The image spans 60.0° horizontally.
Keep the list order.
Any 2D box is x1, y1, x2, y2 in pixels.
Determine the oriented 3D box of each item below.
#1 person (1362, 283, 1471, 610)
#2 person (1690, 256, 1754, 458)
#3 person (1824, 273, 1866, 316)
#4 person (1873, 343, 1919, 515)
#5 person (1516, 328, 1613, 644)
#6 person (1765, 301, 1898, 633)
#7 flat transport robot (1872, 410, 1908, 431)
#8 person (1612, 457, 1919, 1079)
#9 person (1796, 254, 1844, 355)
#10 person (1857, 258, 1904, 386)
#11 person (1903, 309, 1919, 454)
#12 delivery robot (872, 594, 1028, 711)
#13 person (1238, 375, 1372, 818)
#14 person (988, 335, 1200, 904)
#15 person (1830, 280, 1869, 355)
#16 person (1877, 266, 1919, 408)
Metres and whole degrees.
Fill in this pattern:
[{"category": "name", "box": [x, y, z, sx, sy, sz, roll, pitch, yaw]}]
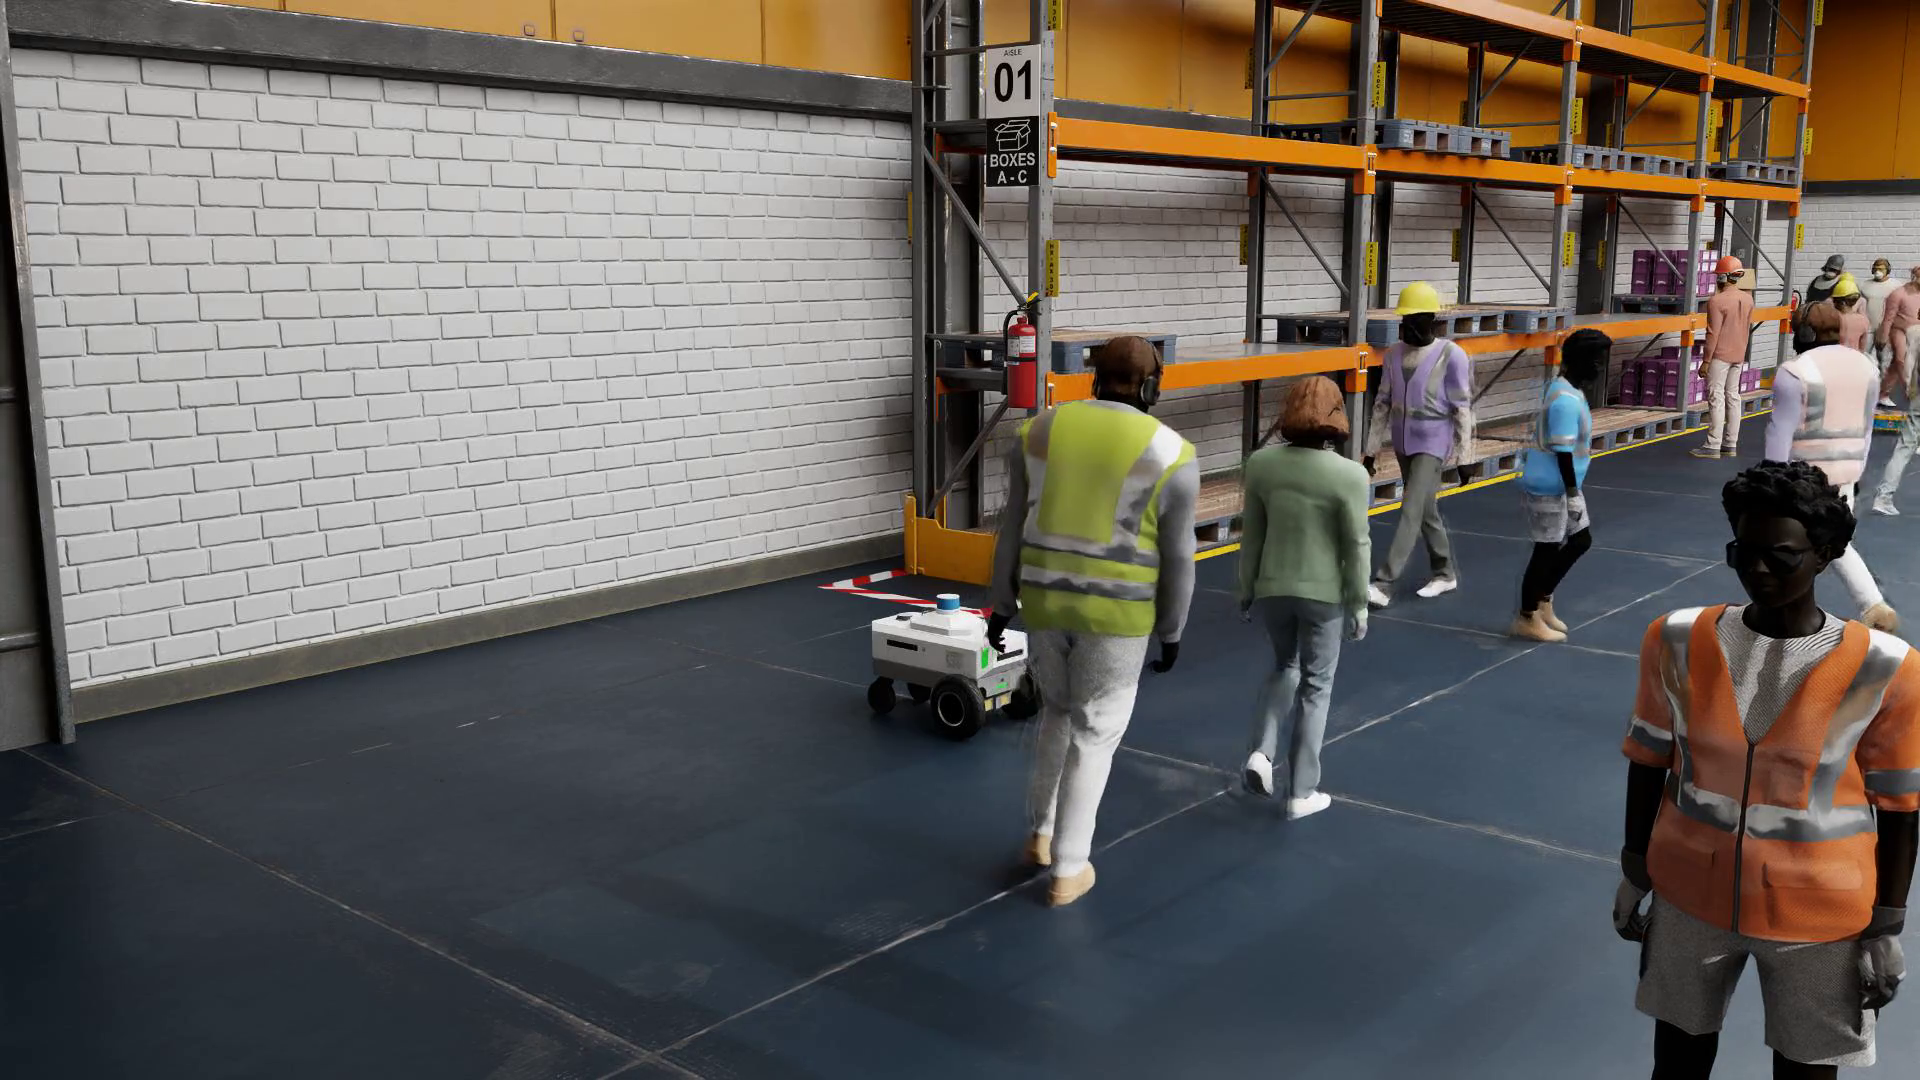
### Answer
[{"category": "person", "box": [2.627, -0.546, 9.665, 1.006, 1.869, 0.612, -6, 11, -29]}, {"category": "person", "box": [7.569, -1.806, 16.496, 0.612, 1.995, 0.378, -6, 12, -30]}, {"category": "person", "box": [11.874, -2.719, 22.380, 0.553, 1.739, 0.528, 5, 11, 25]}, {"category": "person", "box": [7.553, -1.018, 12.901, 0.945, 1.690, 0.489, -3, 10, -18]}, {"category": "person", "box": [3.120, -0.266, 8.635, 0.422, 1.663, 0.558, 4, 11, 24]}, {"category": "person", "box": [4.464, -0.314, 8.564, 0.669, 1.813, 0.781, -3, 10, -17]}, {"category": "flat transport robot", "box": [10.501, -1.330, 18.688, 1.431, 0.197, 0.652, 8, 13, 40]}, {"category": "person", "box": [1.498, 0.690, 3.134, 0.542, 1.695, 0.316, 8, 13, 40]}, {"category": "person", "box": [12.280, -3.095, 23.703, 0.542, 2.000, 0.714, -5, 11, -25]}, {"category": "person", "box": [12.546, -2.881, 22.778, 0.638, 1.937, 0.357, 8, 13, 40]}, {"category": "person", "box": [9.668, -1.622, 16.550, 0.518, 1.604, 0.763, 3, 11, 19]}, {"category": "delivery robot", "box": [-0.053, 0.480, 7.311, 0.707, 0.478, 0.477, 8, 13, 40]}, {"category": "person", "box": [1.266, 0.209, 6.066, 0.524, 1.618, 0.363, 9, 13, 41]}, {"category": "person", "box": [0.455, 0.248, 5.362, 0.669, 1.803, 0.628, 6, 11, 29]}, {"category": "person", "box": [8.421, -1.590, 15.918, 0.525, 1.769, 0.308, -4, 11, -19]}, {"category": "person", "box": [12.257, -2.606, 21.489, 0.639, 1.844, 0.962, -3, 10, -17]}]
